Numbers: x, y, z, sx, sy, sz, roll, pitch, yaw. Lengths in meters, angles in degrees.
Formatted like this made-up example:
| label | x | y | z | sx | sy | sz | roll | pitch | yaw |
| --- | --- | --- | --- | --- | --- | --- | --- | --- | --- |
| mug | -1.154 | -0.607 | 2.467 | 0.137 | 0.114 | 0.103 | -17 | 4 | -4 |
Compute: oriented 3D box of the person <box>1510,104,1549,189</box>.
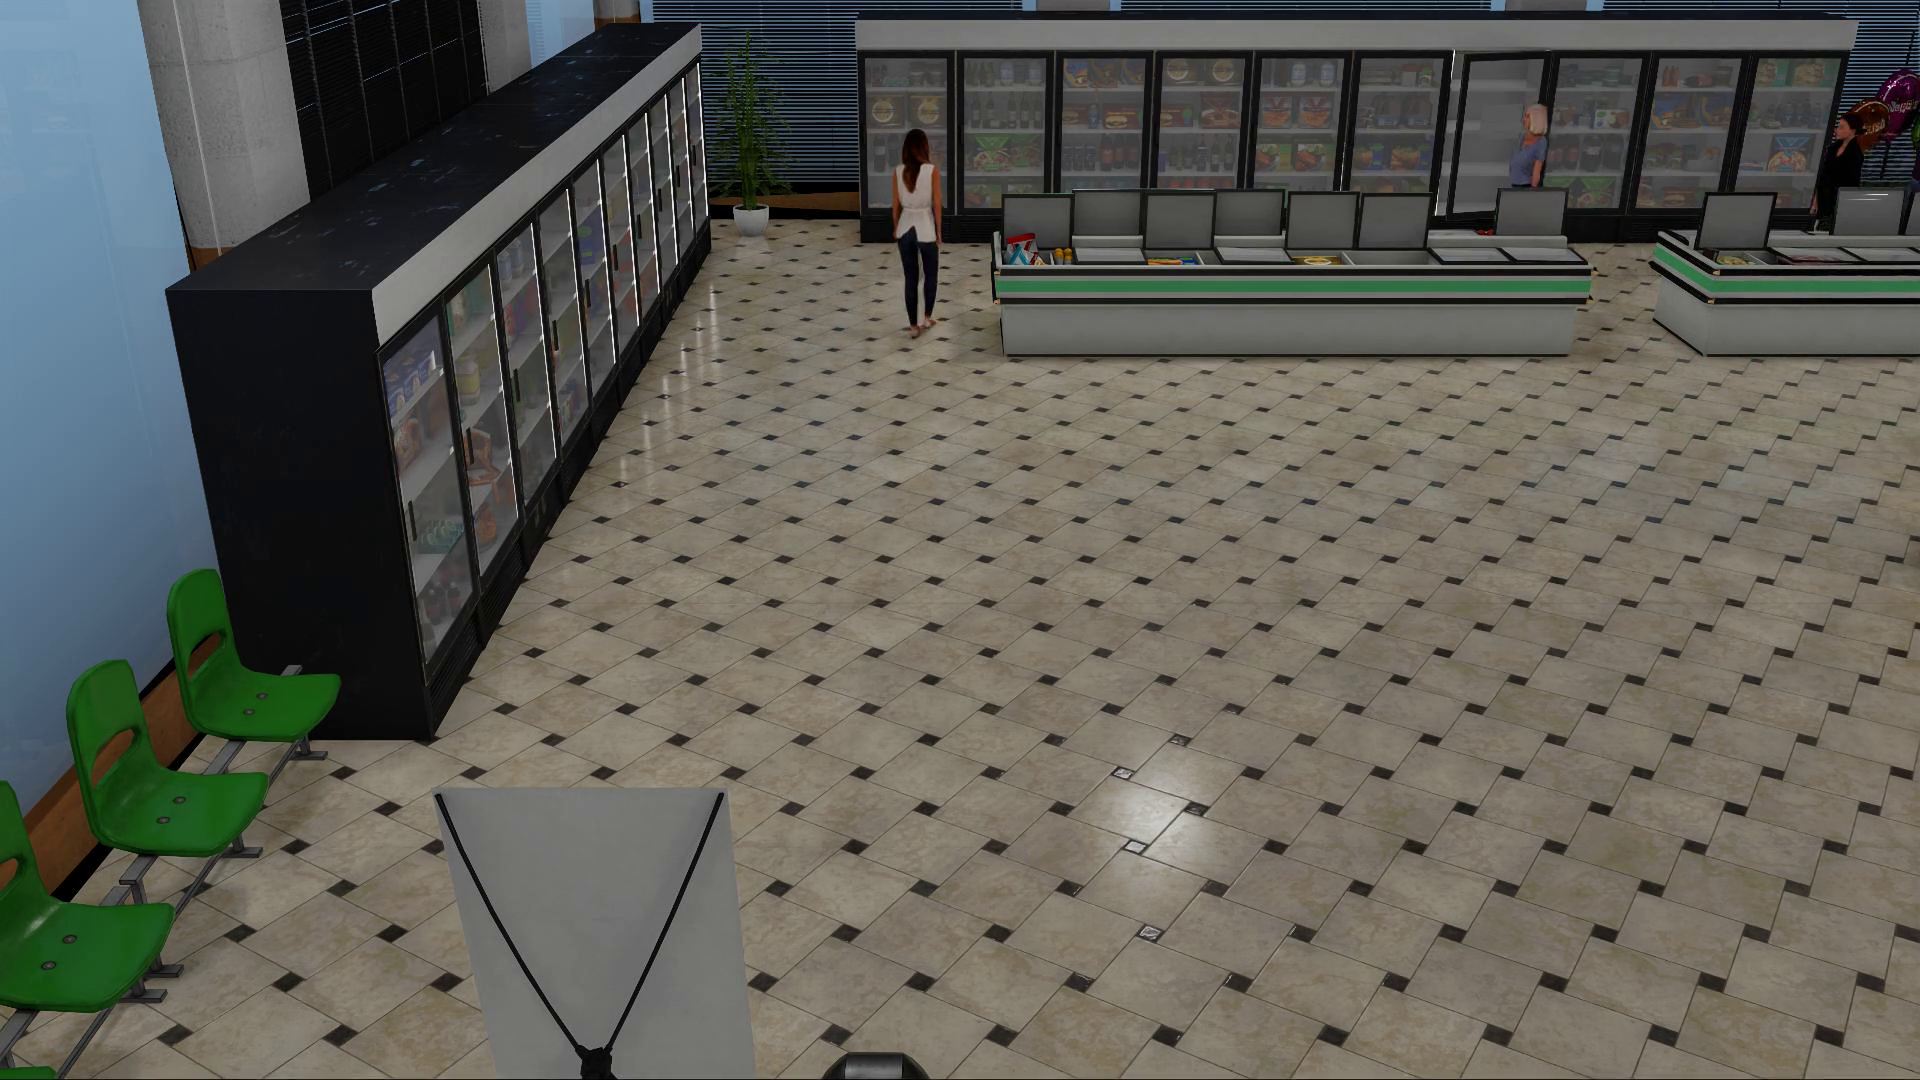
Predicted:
| label | x | y | z | sx | sy | sz | roll | pitch | yaw |
| --- | --- | --- | --- | --- | --- | --- | --- | --- | --- |
| person | 5.517 | -3.330 | 16.038 | 0.802 | 1.713 | 0.663 | -4 | 24 | -9 |

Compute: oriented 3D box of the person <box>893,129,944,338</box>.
| label | x | y | z | sx | sy | sz | roll | pitch | yaw |
| --- | --- | --- | --- | --- | --- | --- | --- | --- | --- |
| person | -0.385 | -2.603 | 14.303 | 0.679 | 1.771 | 0.740 | 4 | 24 | 9 |

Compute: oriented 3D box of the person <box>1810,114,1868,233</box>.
| label | x | y | z | sx | sy | sz | roll | pitch | yaw |
| --- | --- | --- | --- | --- | --- | --- | --- | --- | --- |
| person | 8.287 | -3.095 | 15.538 | 1.064 | 1.683 | 0.646 | 0 | 24 | 0 |
